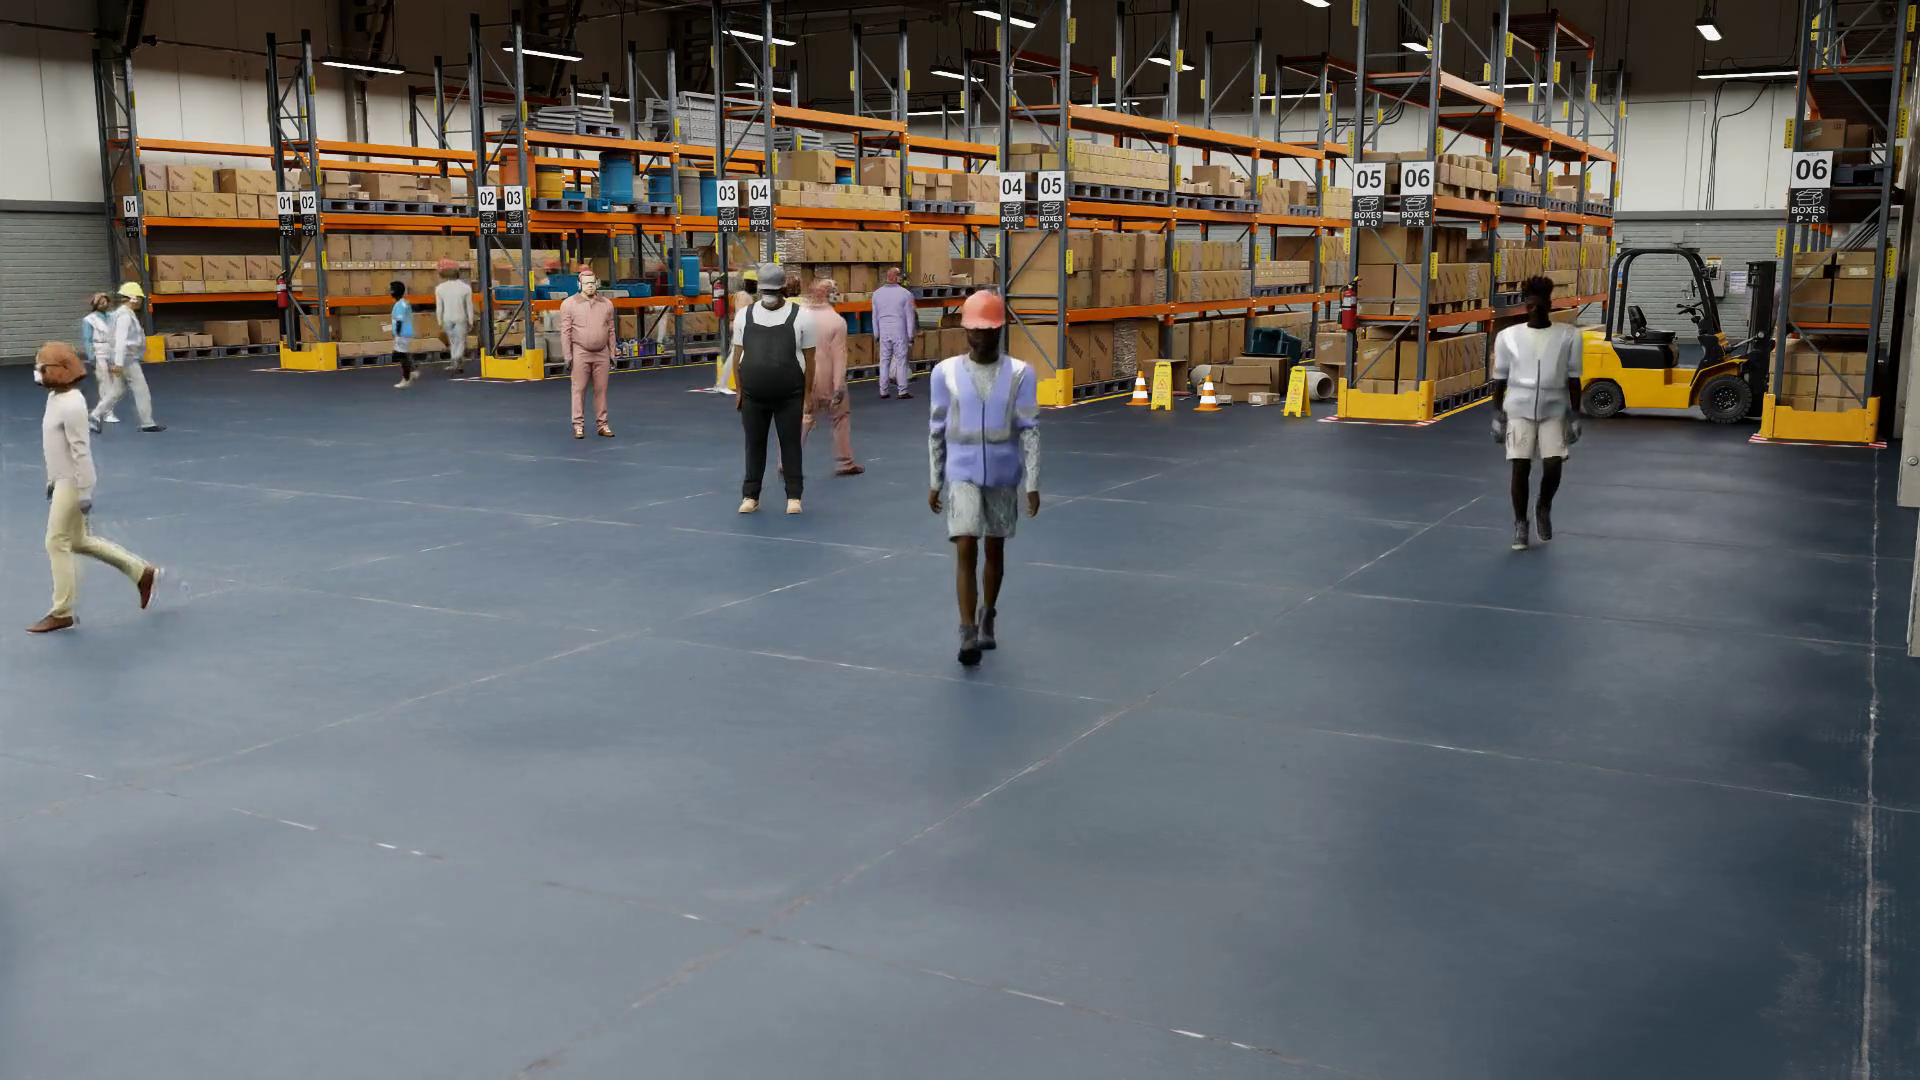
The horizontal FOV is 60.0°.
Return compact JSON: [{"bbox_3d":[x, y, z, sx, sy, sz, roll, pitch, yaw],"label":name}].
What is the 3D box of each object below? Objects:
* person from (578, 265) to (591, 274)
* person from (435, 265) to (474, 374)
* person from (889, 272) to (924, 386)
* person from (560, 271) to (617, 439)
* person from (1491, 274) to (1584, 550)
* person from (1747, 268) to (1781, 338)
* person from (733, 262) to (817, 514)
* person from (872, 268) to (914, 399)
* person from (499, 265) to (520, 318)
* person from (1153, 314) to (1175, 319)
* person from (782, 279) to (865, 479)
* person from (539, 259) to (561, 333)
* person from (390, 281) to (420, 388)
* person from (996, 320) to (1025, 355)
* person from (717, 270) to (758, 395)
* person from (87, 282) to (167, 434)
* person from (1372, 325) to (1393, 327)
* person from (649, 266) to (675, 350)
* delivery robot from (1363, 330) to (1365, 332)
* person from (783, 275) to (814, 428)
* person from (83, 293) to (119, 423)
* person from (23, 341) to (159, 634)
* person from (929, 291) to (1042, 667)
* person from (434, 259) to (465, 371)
[{"bbox_3d":[-7.609,-4.628,33.778,0.568,1.891,0.957,3,10,16],"label":"person"},{"bbox_3d":[-8.809,-3.816,28.957,0.640,1.913,0.750,-1,10,-6],"label":"person"},{"bbox_3d":[-0.932,-3.391,26.761,0.535,1.821,1.002,7,12,36],"label":"person"},{"bbox_3d":[-4.225,-2.114,19.010,0.651,1.907,0.409,-6,11,-32],"label":"person"},{"bbox_3d":[4.057,-0.890,11.718,0.632,1.944,0.427,3,10,18],"label":"person"},{"bbox_3d":[14.854,-4.092,30.615,0.619,1.889,0.871,5,11,25],"label":"person"},{"bbox_3d":[-1.506,-1.219,13.378,0.674,2.000,0.537,1,10,5],"label":"person"},{"bbox_3d":[-0.952,-3.006,24.233,0.652,1.906,0.402,4,10,22],"label":"person"},{"bbox_3d":[-10.375,-5.391,38.322,0.548,1.876,1.045,8,12,37],"label":"person"},{"bbox_3d":[4.084,-4.522,33.262,0.529,1.854,0.412,6,11,31],"label":"person"},{"bbox_3d":[-1.309,-1.492,15.497,0.646,1.874,0.952,7,12,34],"label":"person"},{"bbox_3d":[-7.566,-4.238,31.099,0.620,2.030,0.581,5,11,26],"label":"person"},{"bbox_3d":[-8.773,-3.217,26.088,0.369,1.683,0.556,-2,10,-12],"label":"person"},{"bbox_3d":[0.908,-3.803,28.997,0.607,1.880,0.964,8,13,39],"label":"person"},{"bbox_3d":[-3.185,-3.094,24.892,1.039,1.859,0.616,1,10,8],"label":"person"},{"bbox_3d":[-9.772,-2.100,19.314,0.827,1.787,0.627,-6,11,-32],"label":"person"},{"bbox_3d":[8.071,-4.332,31.742,0.618,1.990,0.394,6,12,34],"label":"person"},{"bbox_3d":[-6.500,-5.122,36.802,0.609,1.839,0.942,4,11,23],"label":"person"},{"bbox_3d":[8.951,-4.682,37.722,0.707,0.478,0.477,0,10,0],"label":"delivery robot"},{"bbox_3d":[-2.008,-2.243,19.952,0.636,1.842,0.429,1,10,5],"label":"person"},{"bbox_3d":[-10.651,-2.268,20.736,0.392,1.620,0.531,4,10,22],"label":"person"},{"bbox_3d":[-4.912,-0.310,9.304,0.671,1.610,0.505,-7,12,-34],"label":"person"},{"bbox_3d":[0.131,-0.305,8.457,0.573,1.888,0.962,0,10,-1],"label":"person"},{"bbox_3d":[-9.190,-4.036,29.927,0.442,2.021,0.645,-2,10,-12],"label":"person"}]
